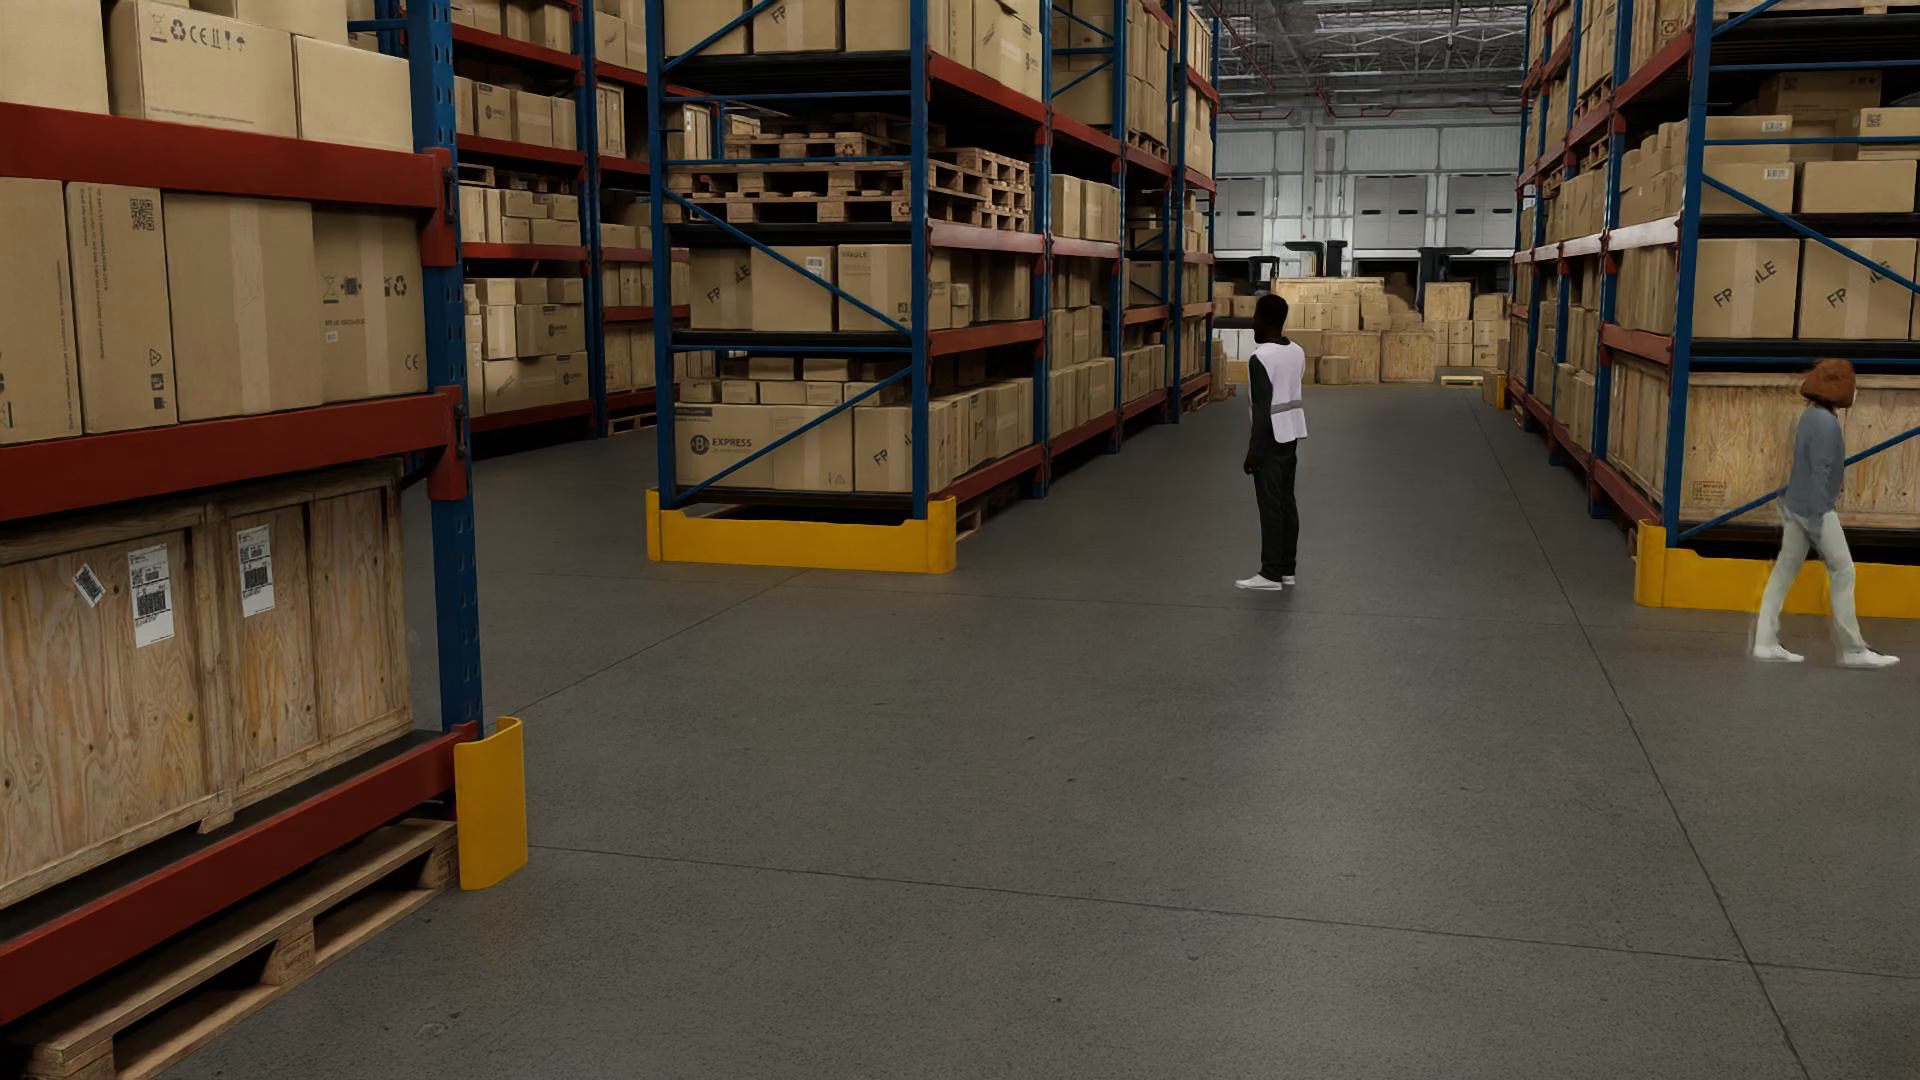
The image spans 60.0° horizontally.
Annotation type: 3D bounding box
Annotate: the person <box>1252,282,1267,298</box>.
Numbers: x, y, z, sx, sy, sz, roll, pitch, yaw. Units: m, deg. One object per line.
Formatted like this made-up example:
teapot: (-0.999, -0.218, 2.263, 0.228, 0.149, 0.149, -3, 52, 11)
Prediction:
person: (9.665, -7.403, 53.937, 0.867, 1.888, 0.651, 8, 12, 42)

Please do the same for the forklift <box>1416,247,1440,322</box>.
forklift: (12.210, -6.239, 43.408, 1.873, 2.768, 1.129, 5, 10, 30)

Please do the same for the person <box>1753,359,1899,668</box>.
person: (4.540, -0.131, 8.620, 0.755, 1.600, 0.520, 2, 9, 14)

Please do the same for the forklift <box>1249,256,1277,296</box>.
forklift: (10.975, -8.911, 60.386, 1.129, 2.768, 1.873, 2, 9, 15)

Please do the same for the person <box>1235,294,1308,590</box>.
person: (2.040, -0.629, 10.812, 0.398, 1.920, 0.588, 7, 11, 36)

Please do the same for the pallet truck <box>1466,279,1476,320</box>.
pallet truck: (18.896, -8.459, 60.307, 1.885, 1.965, 0.823, 5, 10, 31)

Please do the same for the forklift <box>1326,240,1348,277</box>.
forklift: (8.059, -5.052, 35.868, 1.873, 2.768, 1.129, 2, 9, 14)

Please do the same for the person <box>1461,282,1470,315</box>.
person: (16.806, -7.709, 55.919, 1.032, 1.878, 0.651, -2, 9, -14)
